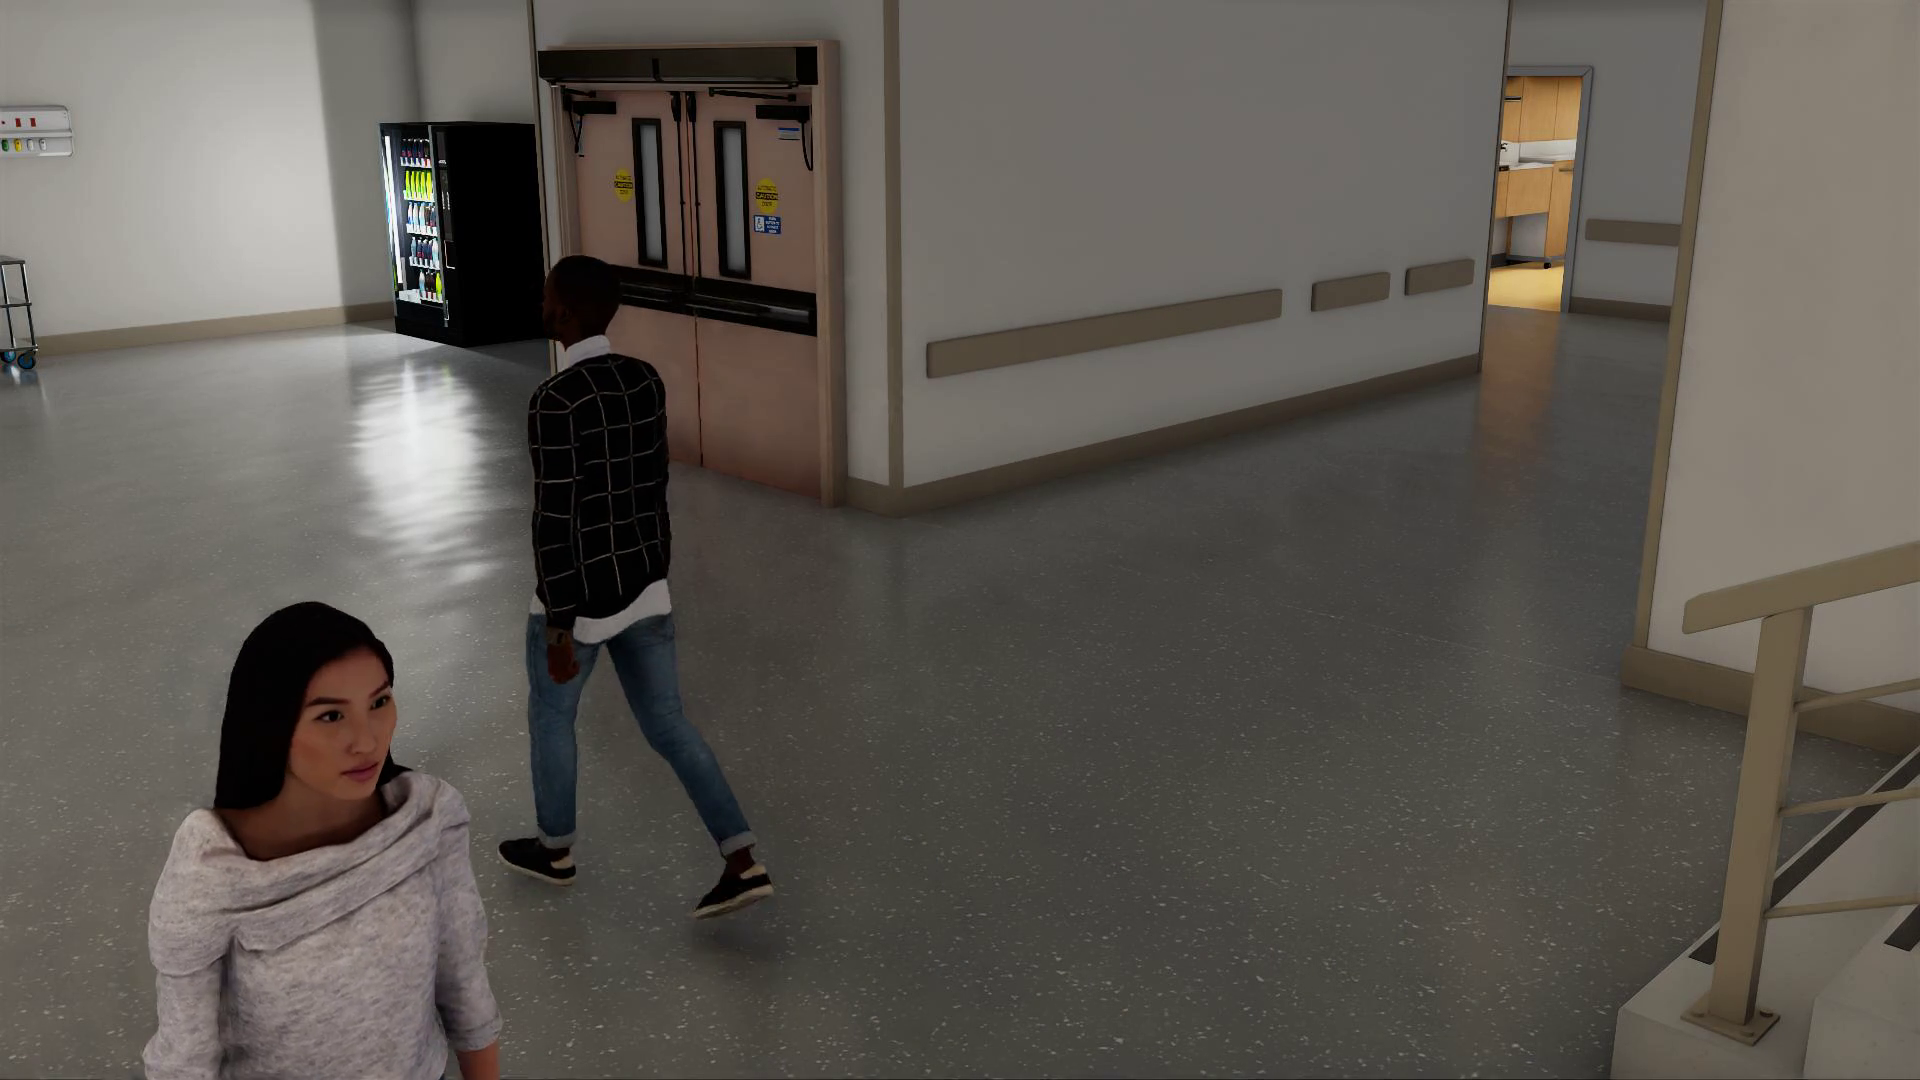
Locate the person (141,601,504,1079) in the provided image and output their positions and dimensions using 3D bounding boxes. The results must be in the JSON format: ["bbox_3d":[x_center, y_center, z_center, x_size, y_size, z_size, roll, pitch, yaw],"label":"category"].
[{"bbox_3d":[-0.924,0.849,2.338,0.585,1.620,0.628,14,21,40],"label":"person"}]

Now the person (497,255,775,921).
[{"bbox_3d":[-0.857,0.181,4.390,1.264,1.791,0.839,10,19,32],"label":"person"}]
